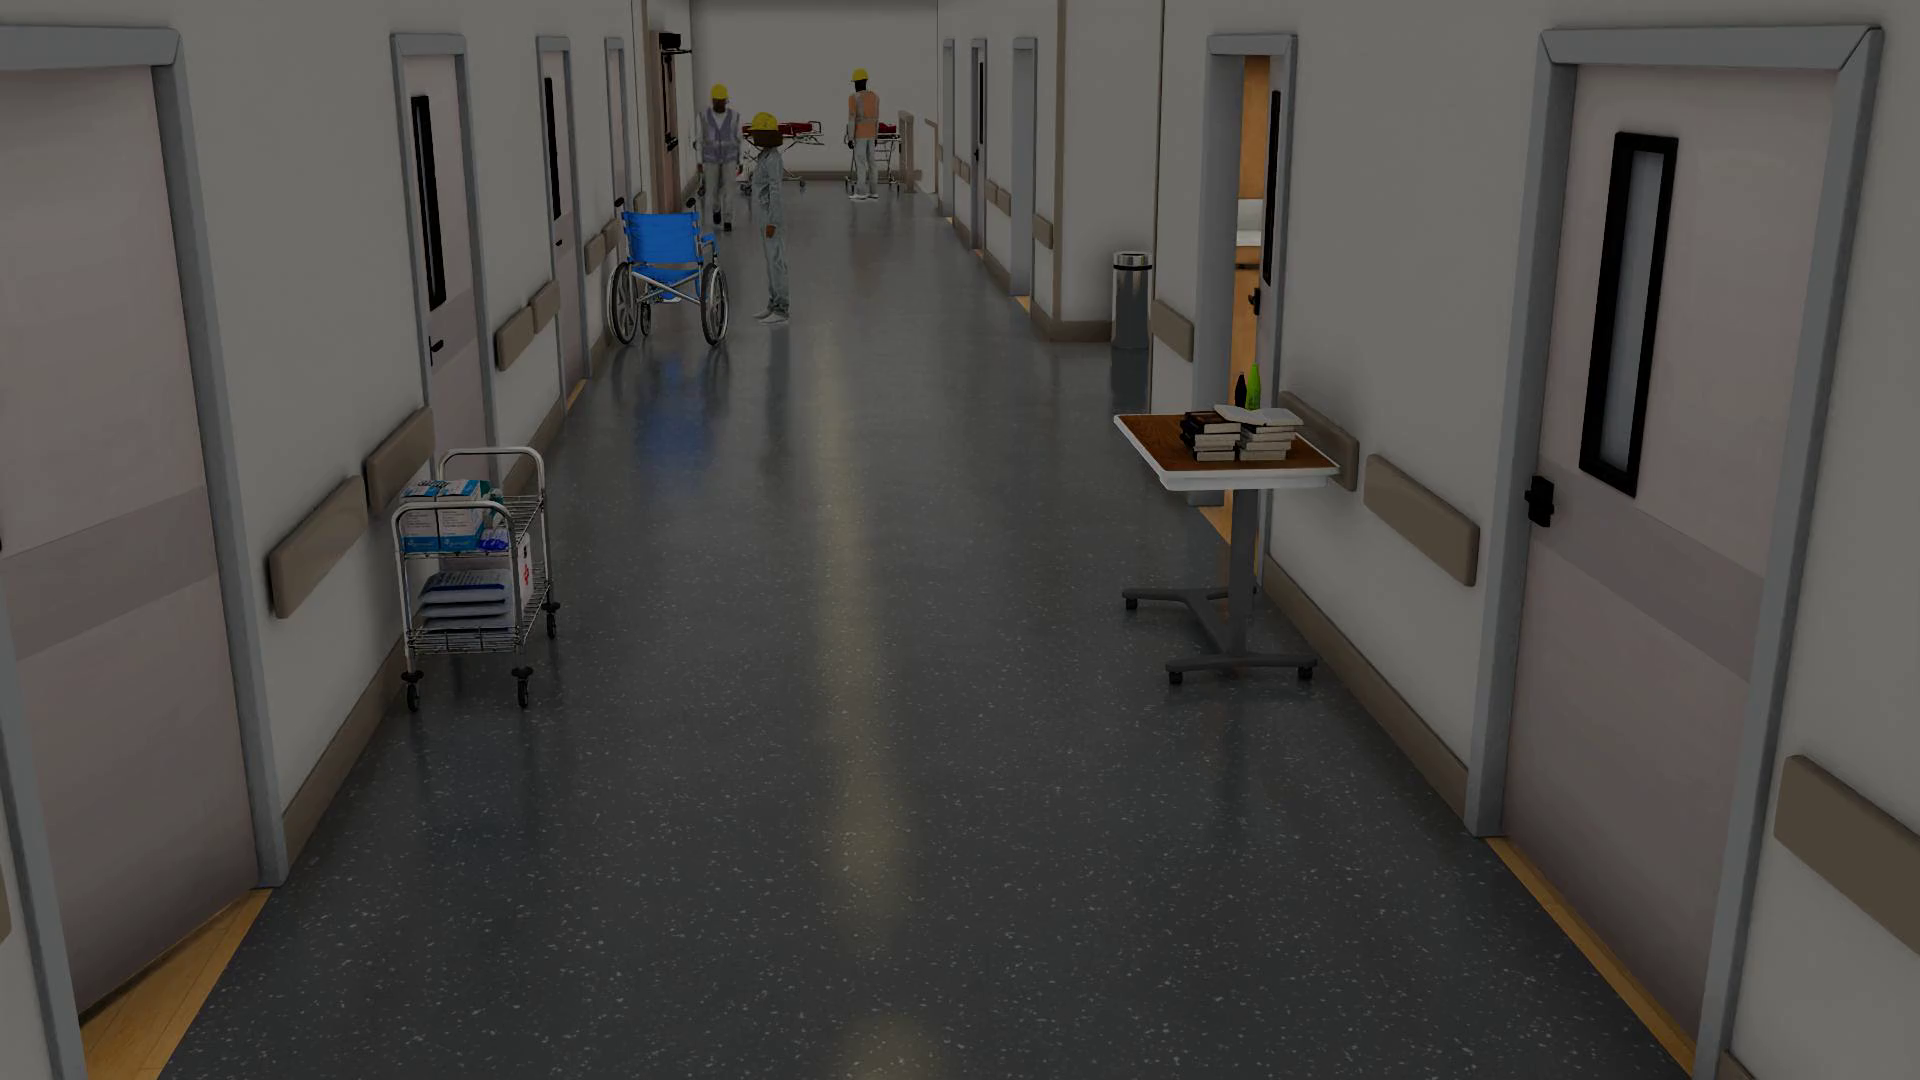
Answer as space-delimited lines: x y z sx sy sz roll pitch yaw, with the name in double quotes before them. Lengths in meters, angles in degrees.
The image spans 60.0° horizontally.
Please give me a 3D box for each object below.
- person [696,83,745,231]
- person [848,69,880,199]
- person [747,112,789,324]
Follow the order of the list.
"person" -3.001 -4.808 20.899 0.603 1.812 0.559 -2 17 -7
"person" -1.468 -6.115 25.101 0.400 1.920 0.587 15 22 41
"person" -1.611 -2.691 13.956 0.295 1.744 0.484 -4 17 -14
